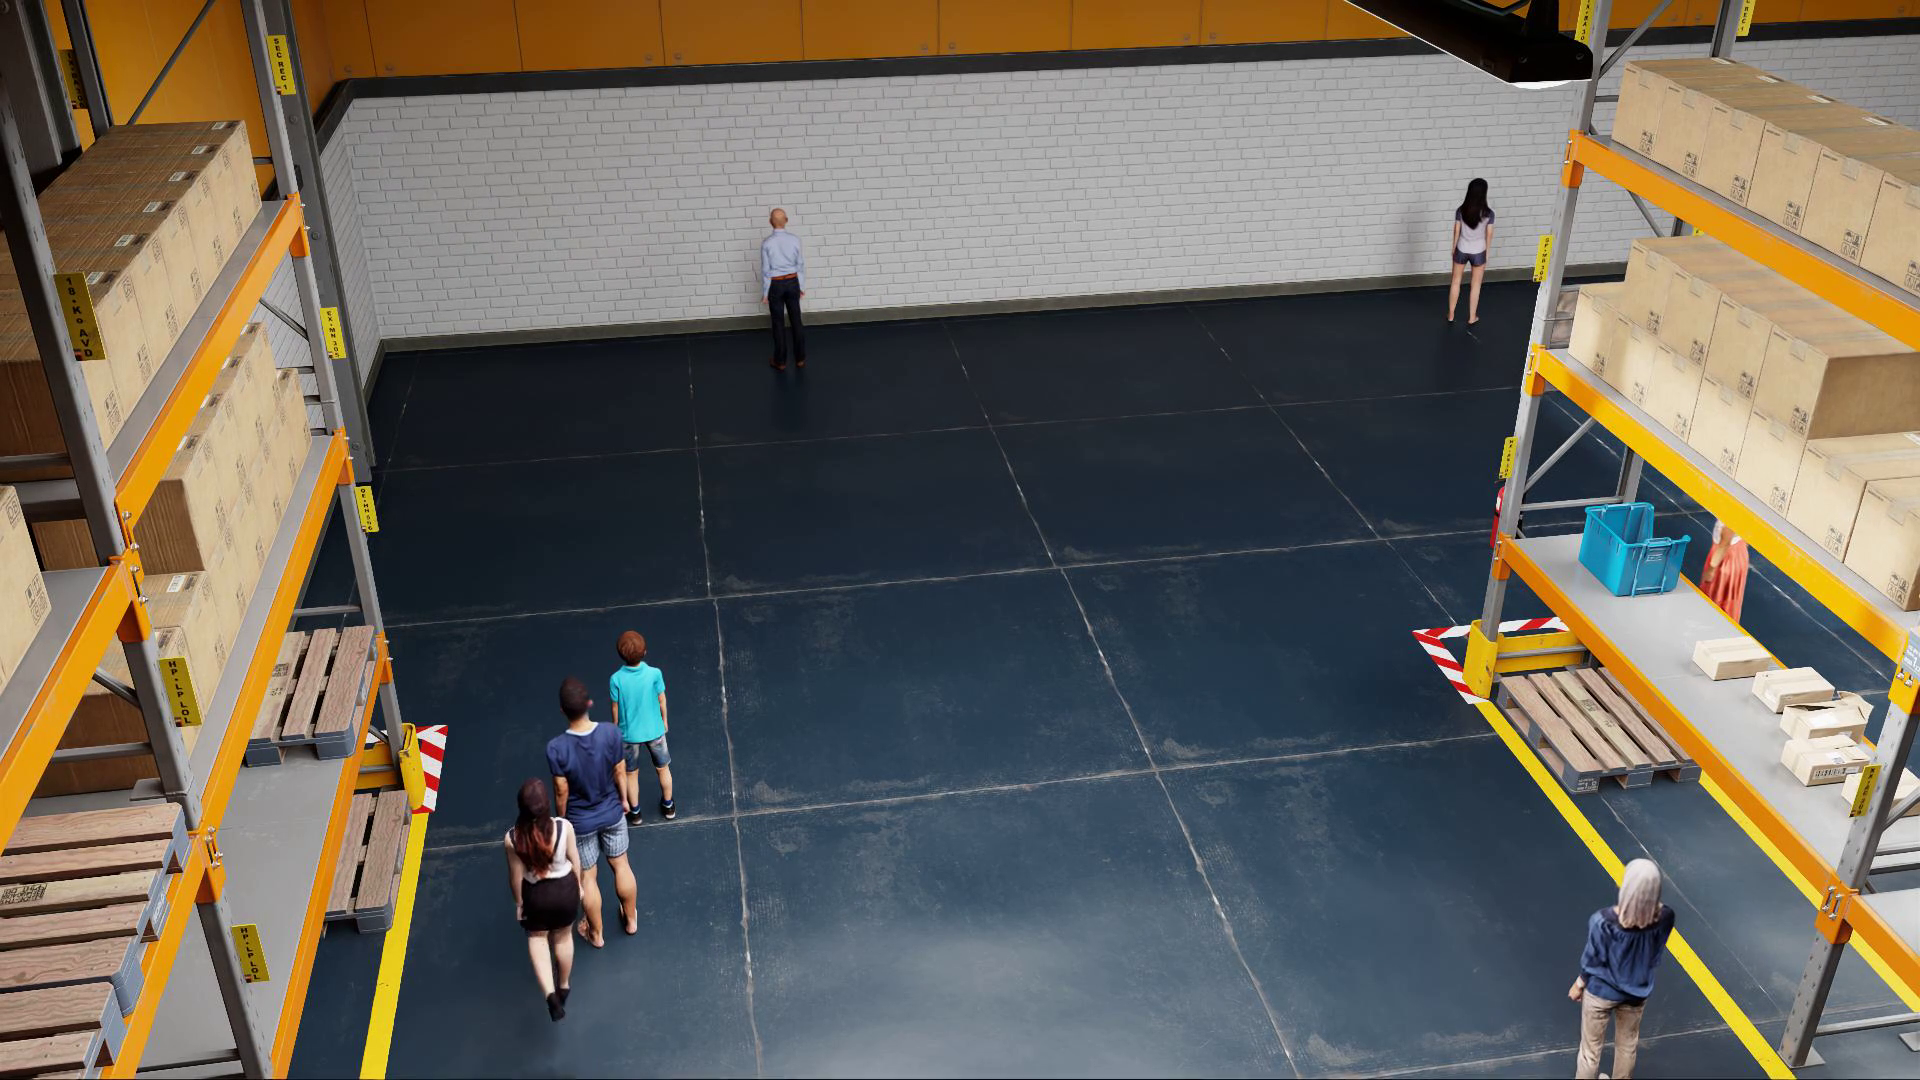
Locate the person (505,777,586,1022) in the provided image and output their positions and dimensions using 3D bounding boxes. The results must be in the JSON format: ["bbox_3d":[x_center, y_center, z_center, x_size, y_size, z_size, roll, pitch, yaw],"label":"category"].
[{"bbox_3d":[-2.322,2.085,9.434,0.613,1.638,0.804,-9,30,-16],"label":"person"}]

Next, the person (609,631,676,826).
[{"bbox_3d":[-2.138,1.253,11.158,0.531,1.447,0.499,-8,30,-14],"label":"person"}]

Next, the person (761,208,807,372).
[{"bbox_3d":[-1.925,-2.726,18.095,0.692,1.789,0.625,-11,31,-20],"label":"person"}]

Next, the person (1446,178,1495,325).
[{"bbox_3d":[5.933,-3.365,19.352,0.677,1.707,0.705,13,31,22],"label":"person"}]

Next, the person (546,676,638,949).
[{"bbox_3d":[-2.210,1.648,10.019,0.689,1.844,0.662,-16,32,-26],"label":"person"}]

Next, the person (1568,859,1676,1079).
[{"bbox_3d":[3.485,2.383,8.825,0.602,1.697,0.549,-5,29,-10],"label":"person"}]
